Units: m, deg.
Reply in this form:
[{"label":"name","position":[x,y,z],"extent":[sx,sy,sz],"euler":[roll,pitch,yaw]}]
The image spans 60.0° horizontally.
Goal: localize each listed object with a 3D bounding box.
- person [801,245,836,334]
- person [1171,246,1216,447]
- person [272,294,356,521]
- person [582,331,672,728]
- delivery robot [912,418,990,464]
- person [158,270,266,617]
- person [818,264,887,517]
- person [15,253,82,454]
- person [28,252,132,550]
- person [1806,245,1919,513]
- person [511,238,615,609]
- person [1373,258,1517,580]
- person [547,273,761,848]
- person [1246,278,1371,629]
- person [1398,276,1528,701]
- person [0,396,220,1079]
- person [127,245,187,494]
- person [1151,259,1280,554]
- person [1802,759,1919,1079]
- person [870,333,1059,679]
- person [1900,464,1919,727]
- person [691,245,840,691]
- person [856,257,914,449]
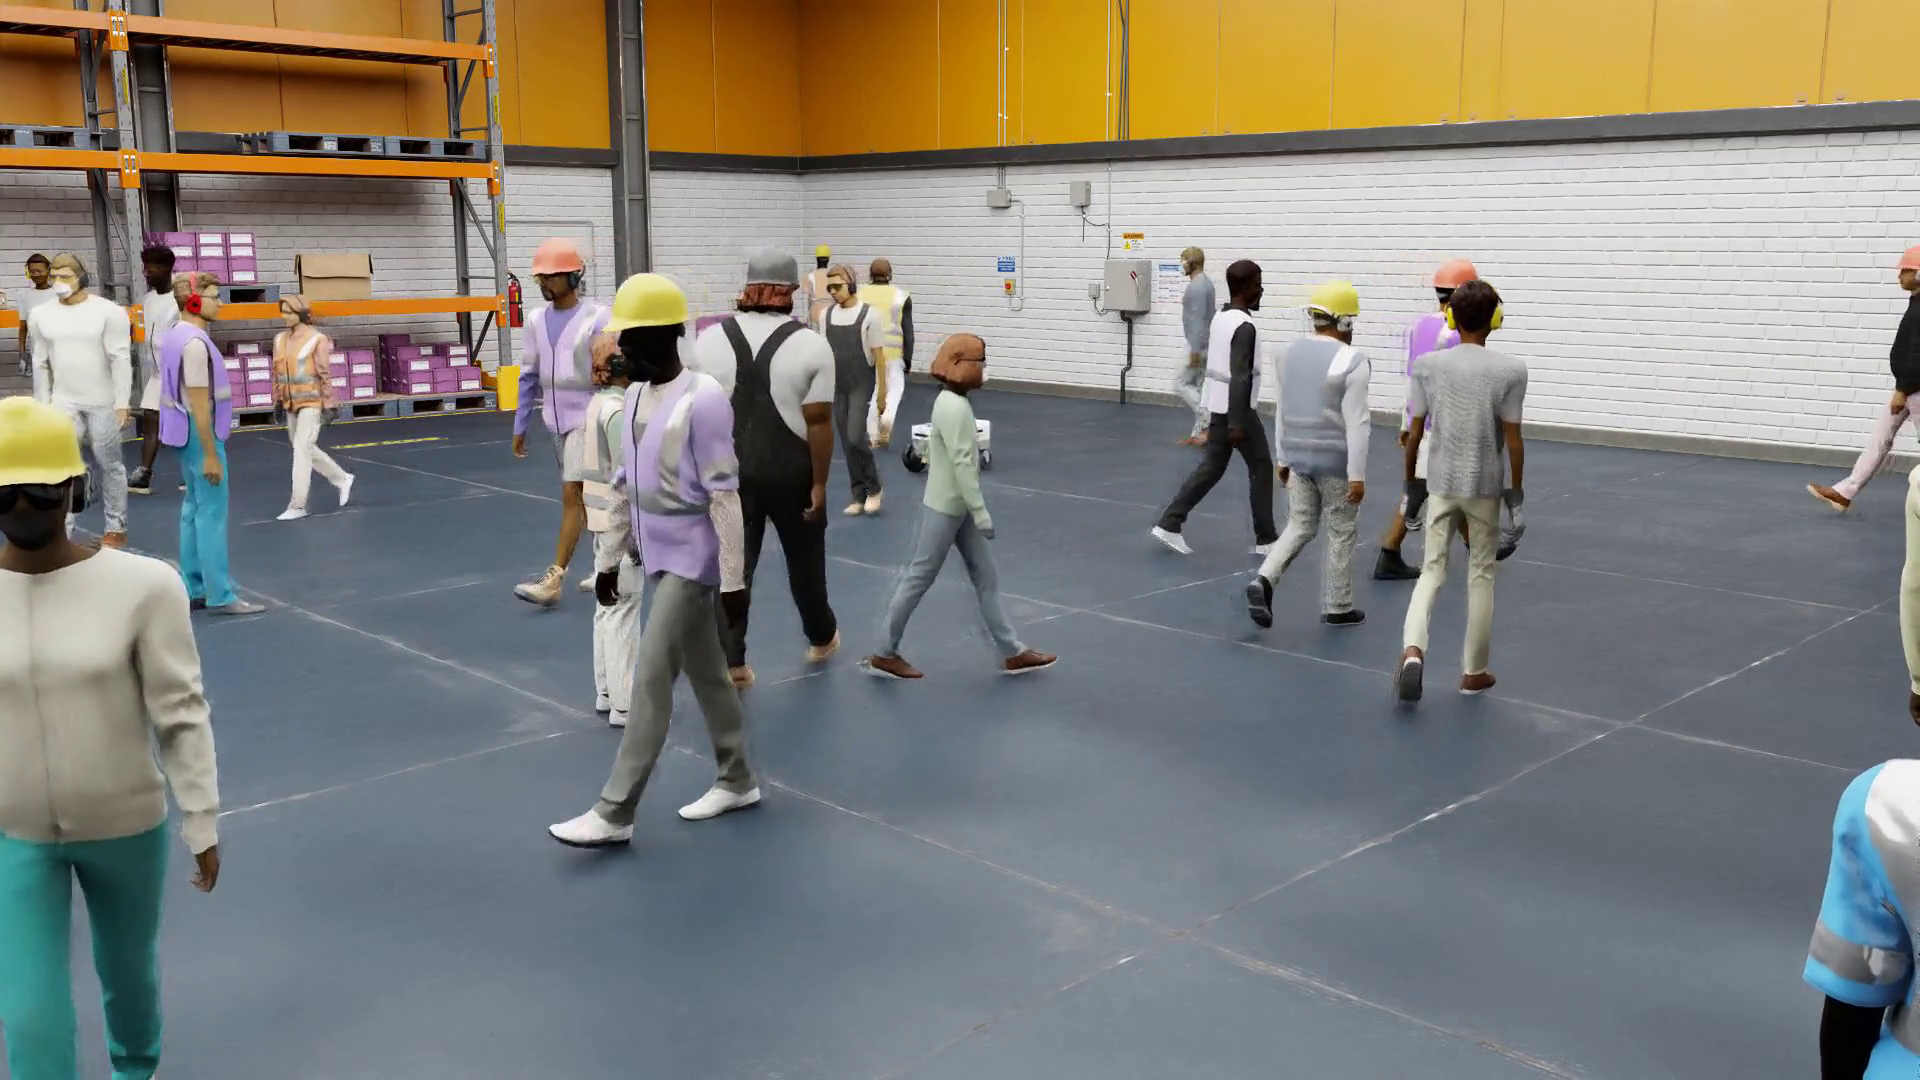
[{"label":"person","position":[-1.836,-2.989,22.266],"extent":[0.613,1.876,0.986],"euler":[-3,11,-14]},{"label":"person","position":[2.227,-1.825,15.815],"extent":[0.433,1.921,0.644],"euler":[2,11,12]},{"label":"person","position":[-4.706,-0.975,12.039],"extent":[0.522,1.609,0.739],"euler":[6,12,28]},{"label":"person","position":[-1.397,-0.044,6.877],"extent":[0.306,1.639,0.523],"euler":[-4,11,-22]},{"label":"delivery robot","position":[-0.071,-0.900,14.232],"extent":[0.707,0.478,0.477],"euler":[-11,15,-43]},{"label":"person","position":[-4.037,-0.505,8.840],"extent":[0.388,1.844,0.569],"euler":[-7,12,-32]},{"label":"person","position":[-0.787,-1.060,11.937],"extent":[0.516,1.819,0.450],"euler":[6,12,30]},{"label":"person","position":[-8.324,-1.676,15.196],"extent":[0.505,1.860,0.320],"euler":[-2,11,-10]},{"label":"person","position":[-5.505,-0.822,10.389],"extent":[0.650,1.902,0.894],"euler":[-1,10,-5]},{"label":"person","position":[6.635,-1.097,11.774],"extent":[0.990,1.942,0.647],"euler":[4,11,22]},{"label":"person","position":[-2.200,-0.636,9.136],"extent":[0.640,1.990,1.013],"euler":[6,12,31]},{"label":"person","position":[2.889,-0.703,9.808],"extent":[1.008,1.878,0.569],"euler":[-2,11,-12]},{"label":"person","position":[-1.056,0.074,5.537],"extent":[0.910,1.885,0.619],"euler":[-7,13,-34]},{"label":"person","position":[1.801,-0.411,8.413],"extent":[0.700,1.809,0.602],"euler":[-8,13,-38]},{"label":"person","position":[2.169,-0.202,7.166],"extent":[0.546,1.851,0.739],"euler":[6,12,31]},{"label":"person","position":[-1.794,0.558,3.365],"extent":[0.534,1.724,0.890],"euler":[-5,12,-26]},{"label":"person","position":[-6.231,-1.301,12.917],"extent":[0.632,1.932,0.885],"euler":[5,11,25]},{"label":"person","position":[1.687,-0.826,10.491],"extent":[0.951,1.880,0.600],"euler":[-2,11,-9]},{"label":"person","position":[1.289,0.819,2.014],"extent":[0.518,1.696,0.322],"euler":[9,14,41]},{"label":"person","position":[-0.013,-0.139,7.536],"extent":[0.873,1.586,0.497],"euler":[1,10,4]},{"label":"person","position":[2.644,0.363,4.132],"extent":[0.404,1.833,0.590],"euler":[-6,12,-30]},{"label":"person","position":[-0.866,-0.370,7.562],"extent":[0.684,2.000,1.000],"euler":[2,11,11]},{"label":"person","position":[-0.753,-1.732,15.603],"extent":[0.633,1.826,0.648],"euler":[1,10,8]}]
